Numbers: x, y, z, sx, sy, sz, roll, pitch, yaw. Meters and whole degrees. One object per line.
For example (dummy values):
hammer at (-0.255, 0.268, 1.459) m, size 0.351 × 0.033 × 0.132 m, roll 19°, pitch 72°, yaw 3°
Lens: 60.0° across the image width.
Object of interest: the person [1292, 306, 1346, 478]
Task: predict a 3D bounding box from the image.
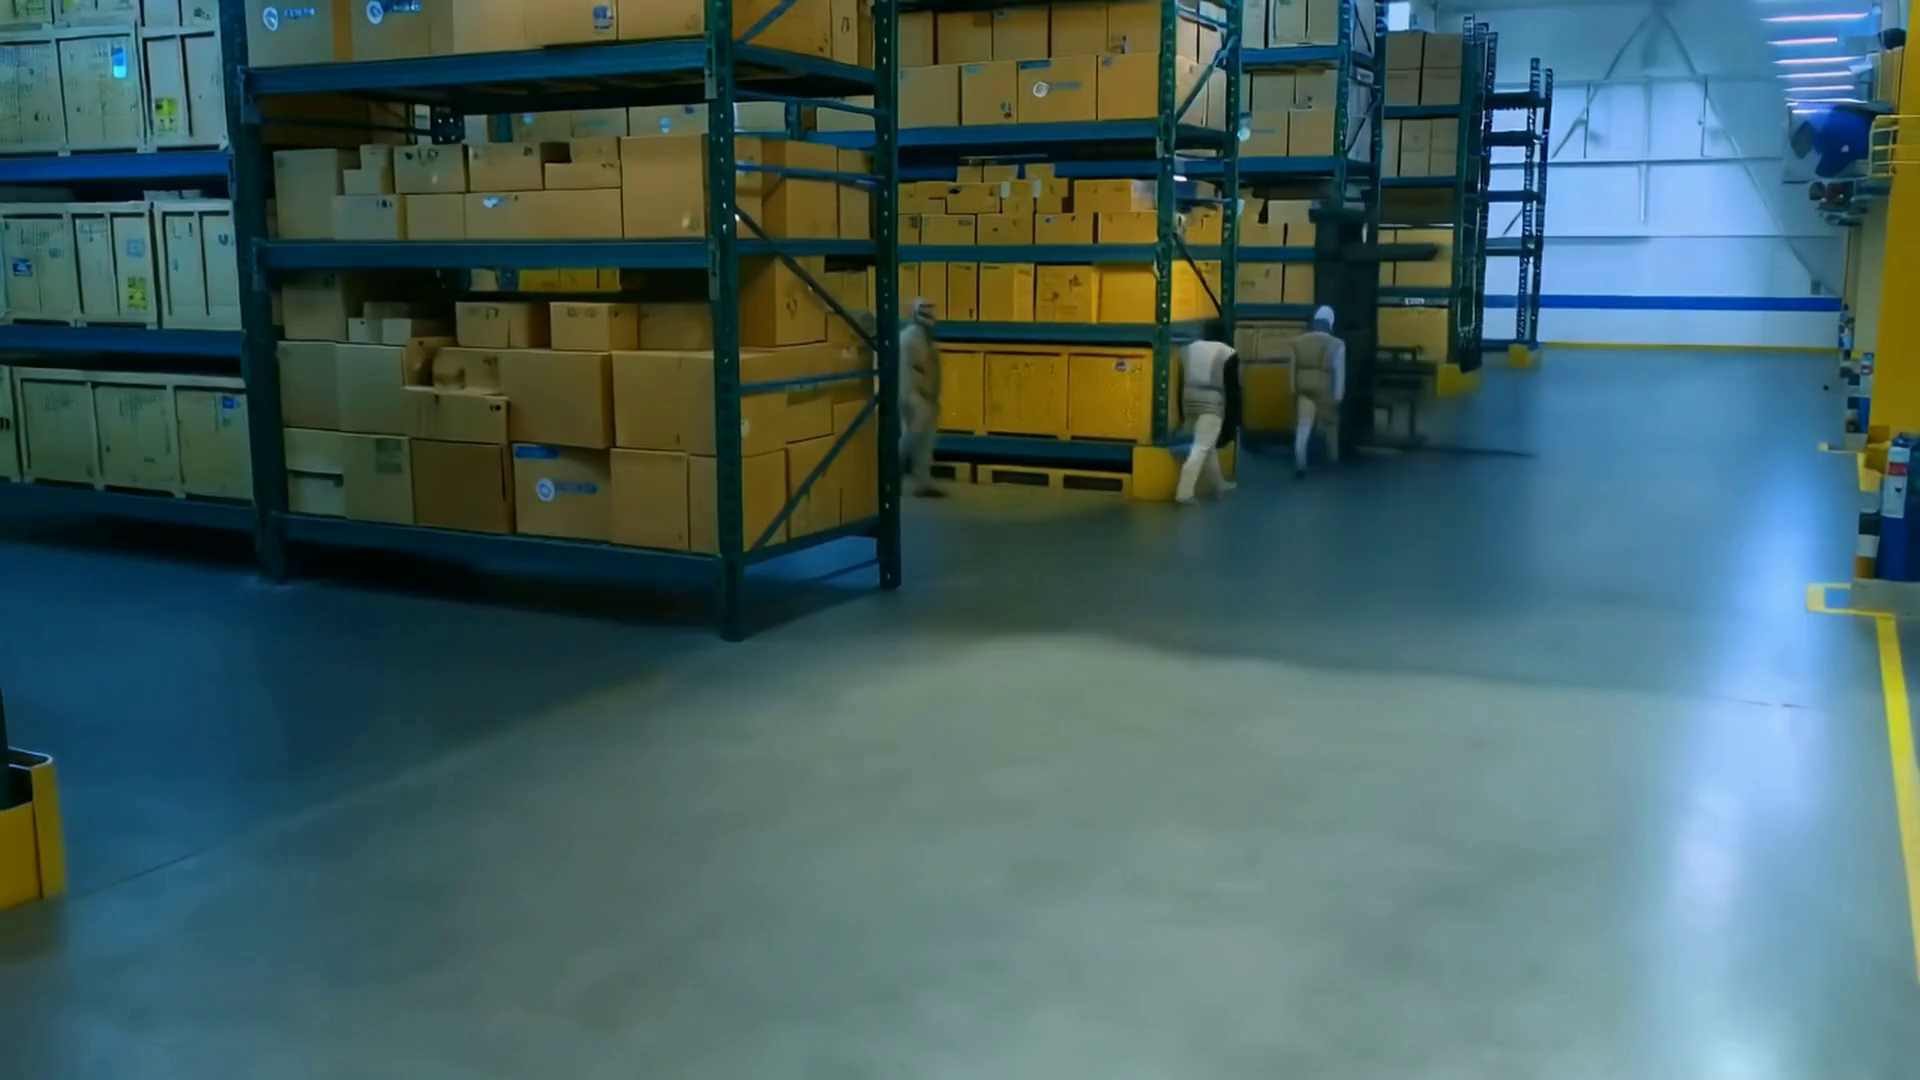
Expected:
person at (3.737, -1.544, 17.364) m, size 0.600 × 1.788 × 0.927 m, roll 5°, pitch 11°, yaw 29°

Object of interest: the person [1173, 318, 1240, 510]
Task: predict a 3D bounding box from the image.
person at (2.287, -1.164, 15.336) m, size 1.126 × 1.744 × 0.640 m, roll -9°, pitch 13°, yaw -42°

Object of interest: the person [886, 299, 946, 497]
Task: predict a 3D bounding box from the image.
person at (-0.406, -1.345, 15.876) m, size 0.485 × 1.892 × 0.669 m, roll 5°, pitch 11°, yaw 27°

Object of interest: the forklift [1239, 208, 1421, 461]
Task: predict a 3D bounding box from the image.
forklift at (4.266, -2.381, 19.030) m, size 1.873 × 2.768 × 1.129 m, roll 5°, pitch 11°, yaw 27°
